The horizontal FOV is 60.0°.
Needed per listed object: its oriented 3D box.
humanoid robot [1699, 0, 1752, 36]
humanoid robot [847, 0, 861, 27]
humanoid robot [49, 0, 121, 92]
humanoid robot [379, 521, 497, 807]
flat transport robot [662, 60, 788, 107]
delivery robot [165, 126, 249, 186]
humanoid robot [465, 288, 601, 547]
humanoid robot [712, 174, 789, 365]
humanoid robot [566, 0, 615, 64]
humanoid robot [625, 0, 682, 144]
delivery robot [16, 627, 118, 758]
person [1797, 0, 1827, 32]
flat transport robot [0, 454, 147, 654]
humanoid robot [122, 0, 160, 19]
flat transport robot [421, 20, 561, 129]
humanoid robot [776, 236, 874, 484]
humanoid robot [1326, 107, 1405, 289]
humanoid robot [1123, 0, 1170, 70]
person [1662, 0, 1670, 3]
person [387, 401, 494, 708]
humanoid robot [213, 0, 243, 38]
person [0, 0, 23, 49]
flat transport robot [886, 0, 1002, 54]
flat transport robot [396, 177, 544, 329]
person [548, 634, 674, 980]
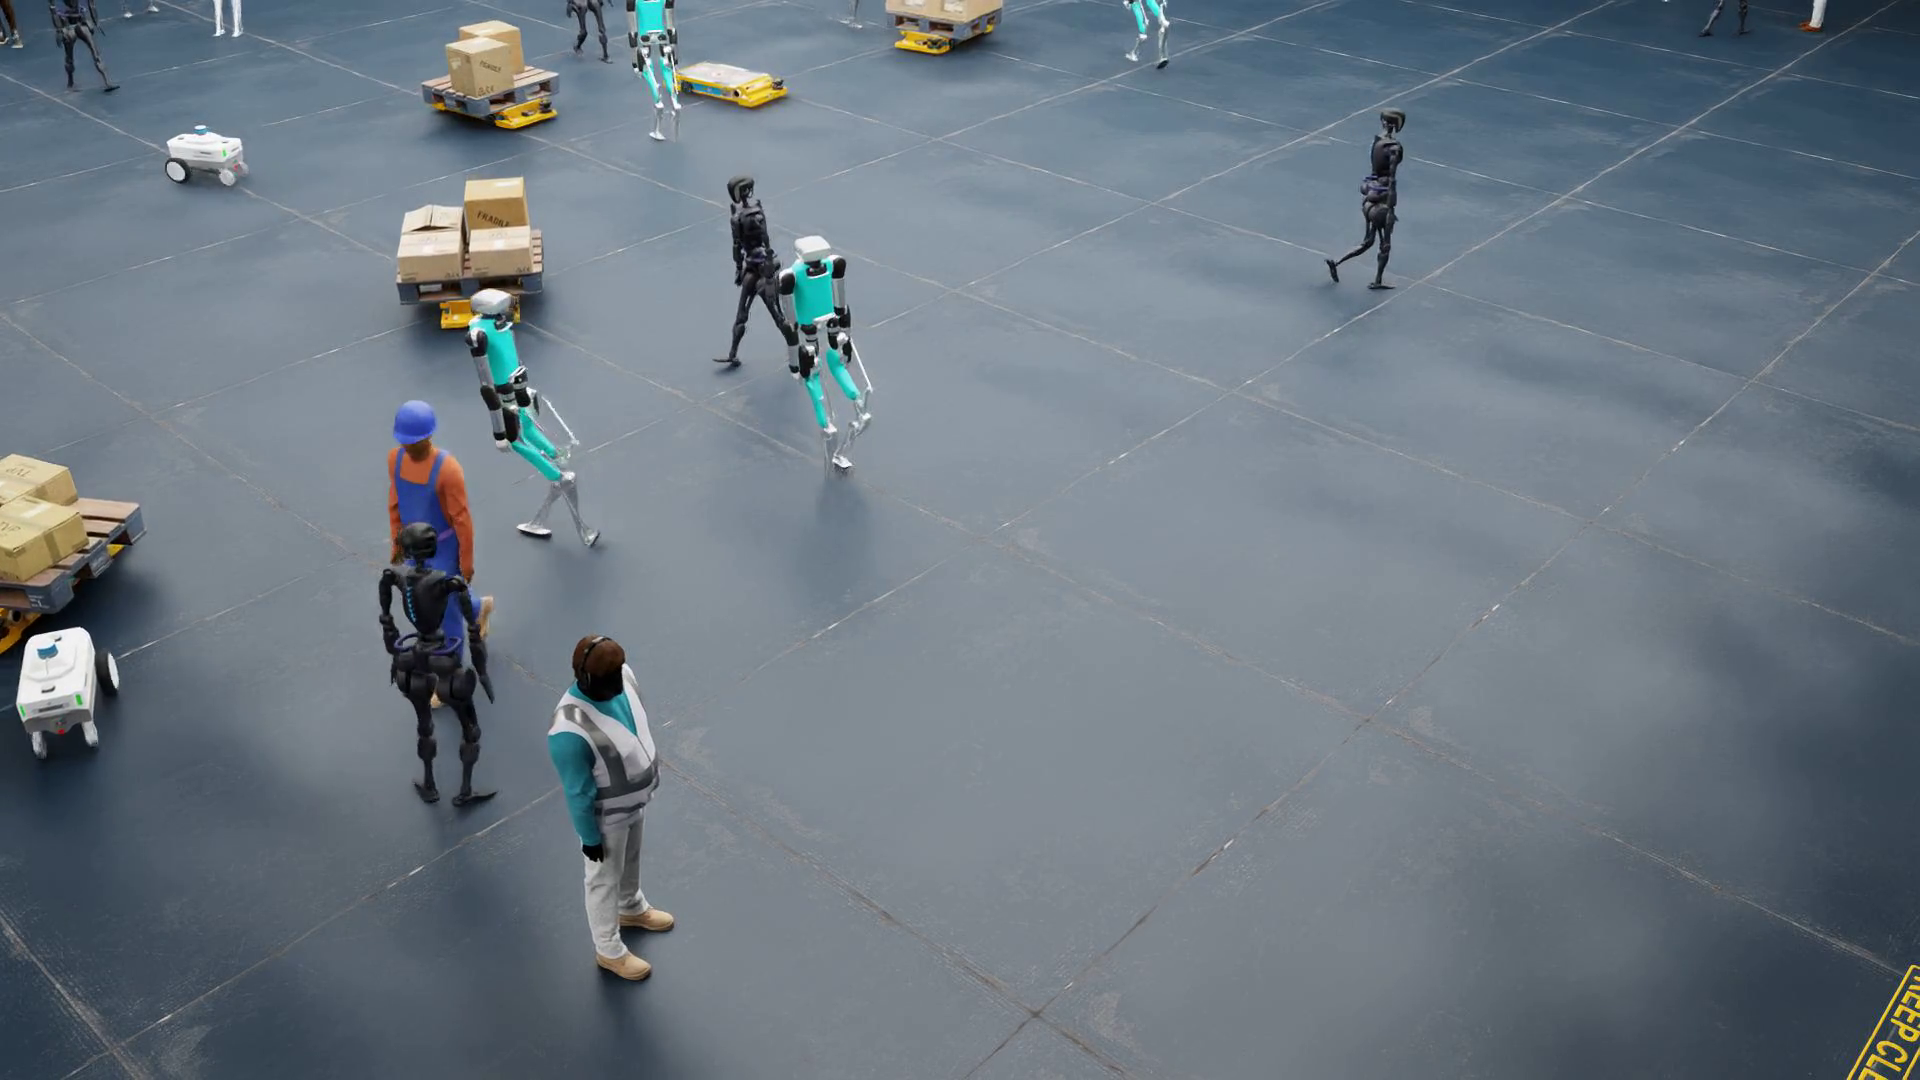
[{"bbox_3d":[10.248,-7.458,21.889,0.769,1.644,0.609,-13,34,-20],"label":"humanoid robot"},{"bbox_3d":[-1.548,-7.761,22.289,0.847,1.785,0.554,17,36,25],"label":"humanoid robot"},{"bbox_3d":[-10.470,-6.120,19.717,0.809,1.606,0.603,19,37,28],"label":"humanoid robot"},{"bbox_3d":[-2.758,0.668,8.757,0.608,1.645,0.387,7,32,11],"label":"humanoid robot"},{"bbox_3d":[-2.833,-5.487,19.990,1.431,0.231,0.659,20,37,29],"label":"flat transport robot"},{"bbox_3d":[-7.872,-4.019,17.358,0.801,0.597,0.499,7,33,11],"label":"delivery robot"},{"bbox_3d":[-2.736,-0.763,11.055,0.870,1.848,0.567,5,32,8],"label":"humanoid robot"},{"bbox_3d":[-1.640,-2.140,13.311,0.774,1.620,0.609,-21,37,-30],"label":"humanoid robot"},{"bbox_3d":[-4.678,-6.812,20.801,0.611,1.643,0.587,-21,38,-30],"label":"humanoid robot"},{"bbox_3d":[-3.258,-5.133,18.048,0.537,1.814,0.702,-13,34,-20],"label":"humanoid robot"},{"bbox_3d":[-5.169,0.823,9.549,0.499,0.585,0.765,-11,34,-18],"label":"delivery robot"},{"bbox_3d":[11.531,-7.729,22.131,0.371,1.821,0.513,11,33,16],"label":"person"},{"bbox_3d":[-6.074,0.240,10.767,0.659,0.231,1.431,5,32,8],"label":"flat transport robot"},{"bbox_3d":[-11.356,-8.024,22.646,0.728,1.753,0.545,27,41,36],"label":"humanoid robot"},{"bbox_3d":[-5.412,-5.046,19.279,1.431,0.231,0.659,22,38,31],"label":"flat transport robot"},{"bbox_3d":[-0.884,-1.172,11.757,0.544,1.904,0.697,-22,38,-31],"label":"humanoid robot"},{"bbox_3d":[3.637,-3.003,14.668,0.600,1.632,0.612,-2,32,-4],"label":"humanoid robot"},{"bbox_3d":[2.380,-6.698,20.577,0.530,1.768,0.979,-14,34,-21],"label":"humanoid robot"},{"bbox_3d":[10.218,-8.488,23.332,0.508,1.845,0.734,9,33,15],"label":"person"},{"bbox_3d":[-3.010,0.015,9.596,0.543,1.885,0.729,13,34,19],"label":"person"},{"bbox_3d":[-9.788,-7.515,21.837,0.531,1.744,0.701,1,32,2],"label":"humanoid robot"},{"bbox_3d":[-12.521,-7.280,21.328,0.616,1.912,0.851,-11,34,-17],"label":"person"},{"bbox_3d":[-0.193,-6.691,21.929,0.659,0.231,1.431,18,36,26],"label":"flat transport robot"},{"bbox_3d":[-4.297,-2.253,14.782,0.659,0.231,1.431,-6,32,-10],"label":"flat transport robot"},{"bbox_3d":[-1.596,1.210,7.718,0.430,1.840,0.626,8,33,12],"label":"person"}]
